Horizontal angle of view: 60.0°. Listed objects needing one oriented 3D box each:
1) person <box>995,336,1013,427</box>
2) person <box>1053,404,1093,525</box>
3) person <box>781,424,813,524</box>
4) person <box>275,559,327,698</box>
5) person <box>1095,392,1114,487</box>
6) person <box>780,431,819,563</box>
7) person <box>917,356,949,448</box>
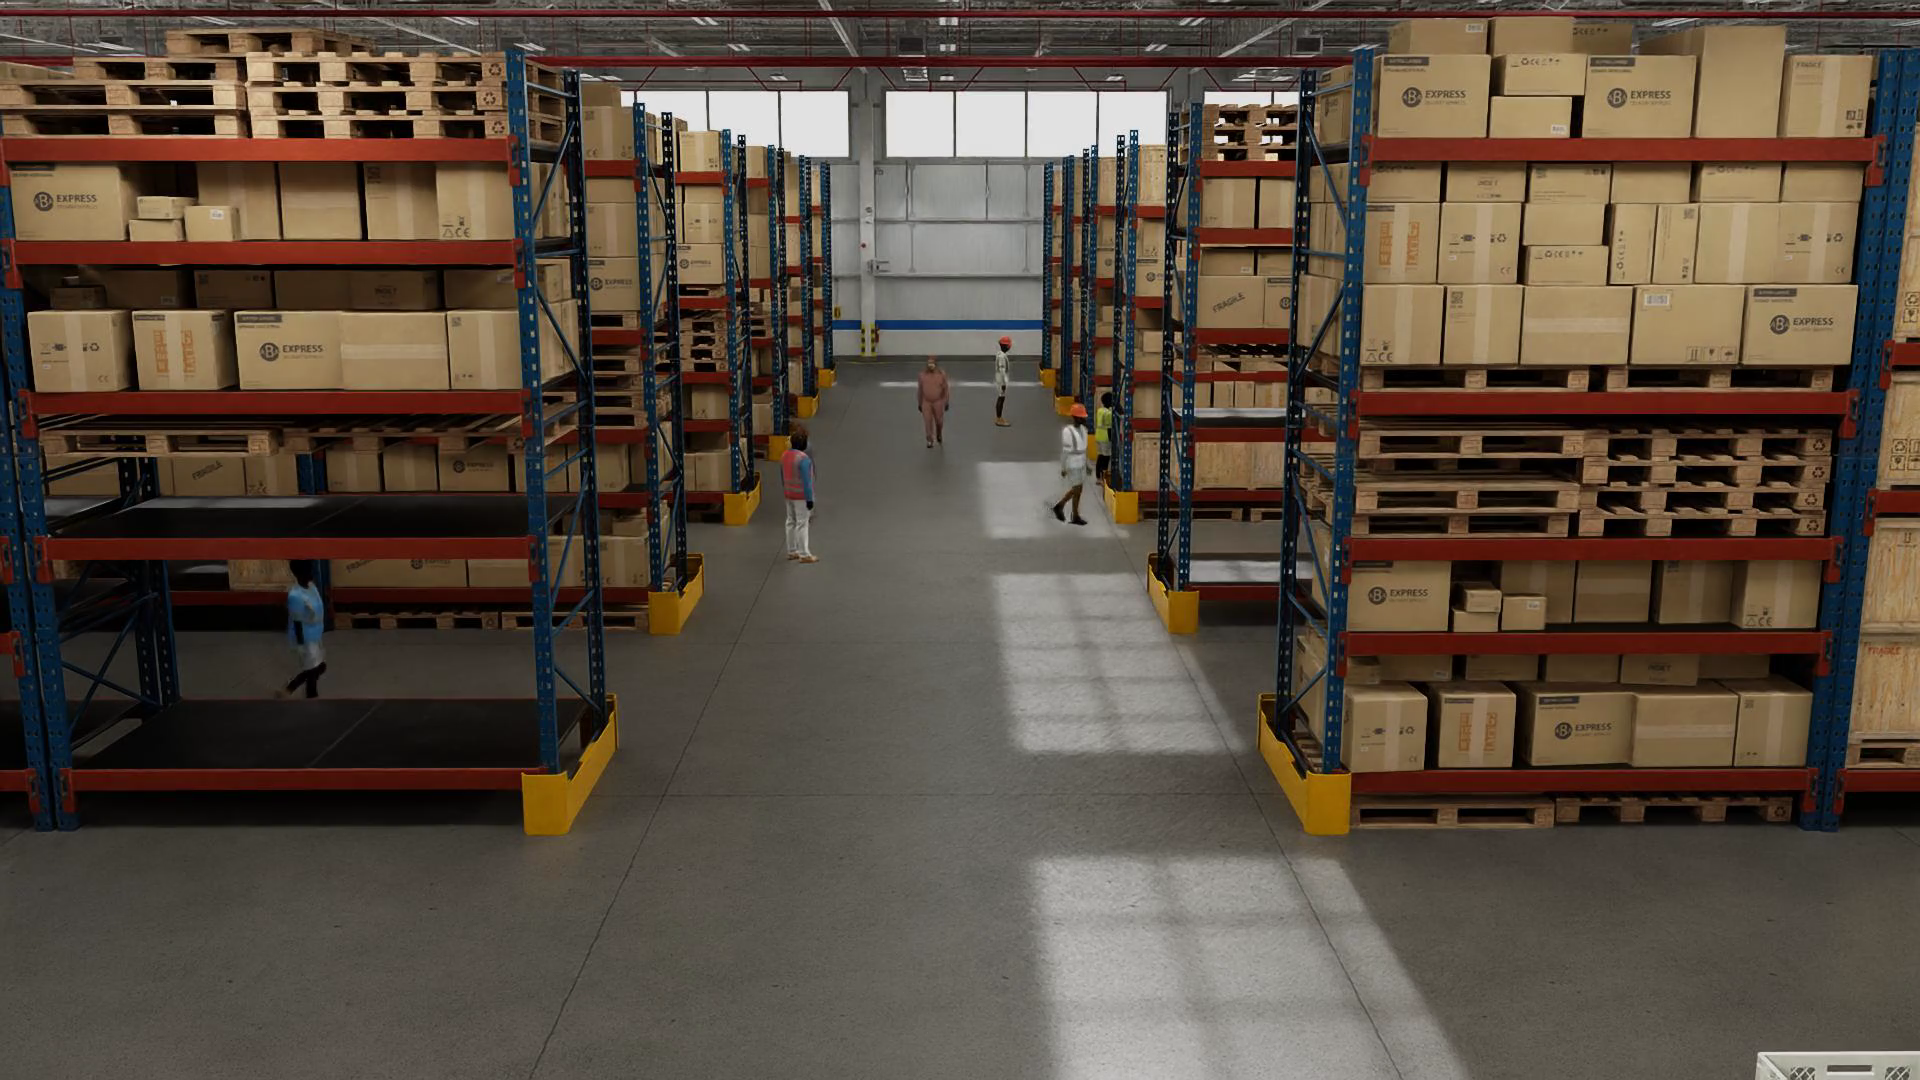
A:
[{"bbox_3d":[0.997,-3.582,37.562,0.403,2.032,0.611,0,11,0],"label":"person"},{"bbox_3d":[1.791,-1.180,25.958,0.499,1.916,0.540,9,14,37],"label":"person"},{"bbox_3d":[-2.557,-0.995,25.780,0.648,1.611,0.512,-10,15,-41],"label":"person"},{"bbox_3d":[-6.339,0.947,15.994,0.540,1.682,0.540,0,11,-1],"label":"person"},{"bbox_3d":[2.577,-1.778,29.480,0.319,1.690,0.529,-4,12,-17],"label":"person"},{"bbox_3d":[-2.242,-0.600,23.259,0.430,1.845,0.620,-9,14,-37],"label":"person"},{"bbox_3d":[-0.564,-2.849,34.280,0.662,1.887,0.492,1,11,4],"label":"person"}]
